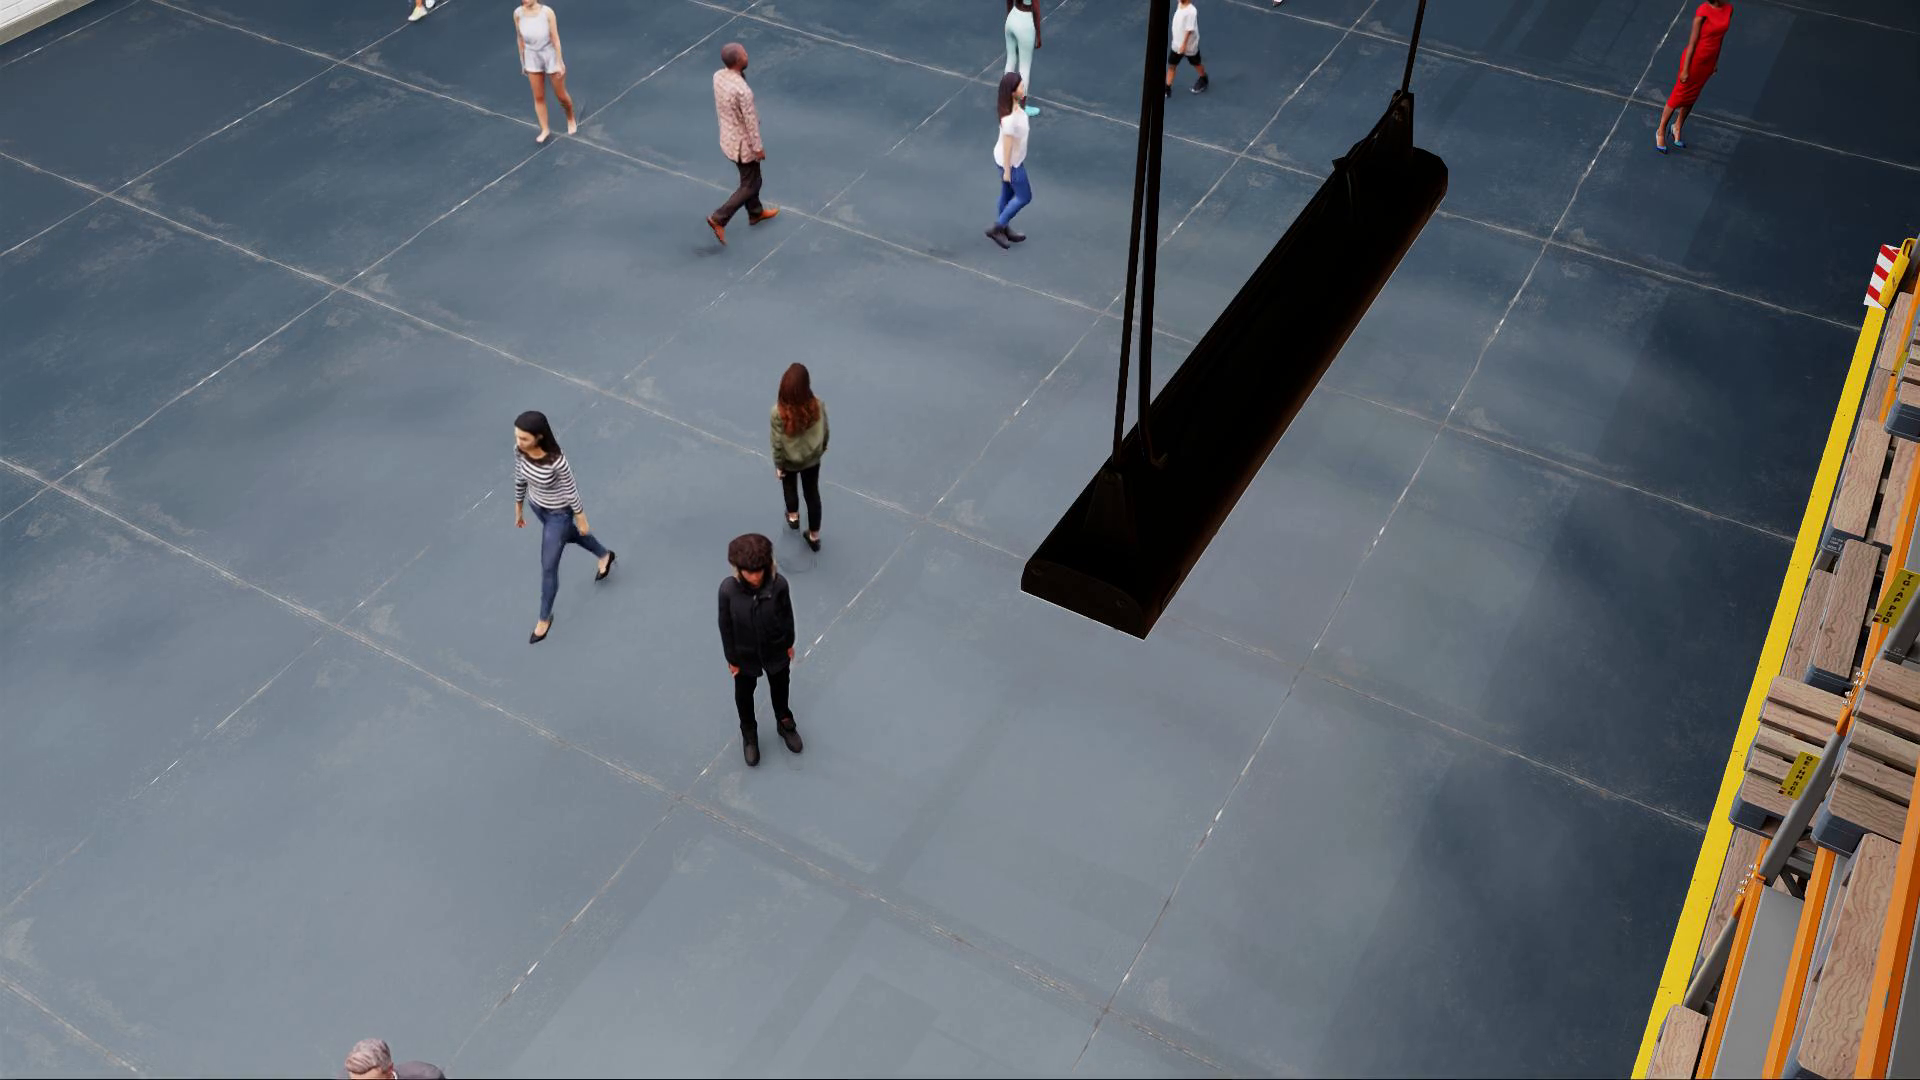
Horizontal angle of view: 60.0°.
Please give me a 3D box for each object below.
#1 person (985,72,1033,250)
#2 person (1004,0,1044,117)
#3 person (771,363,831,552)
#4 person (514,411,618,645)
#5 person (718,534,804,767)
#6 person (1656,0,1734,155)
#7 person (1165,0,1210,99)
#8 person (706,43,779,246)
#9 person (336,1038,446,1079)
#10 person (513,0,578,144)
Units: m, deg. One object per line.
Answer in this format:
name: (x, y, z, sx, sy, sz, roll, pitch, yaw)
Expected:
person: (0.352, -3.269, 14.441, 0.798, 1.676, 0.729, -4, 44, -4)
person: (0.597, -4.978, 16.200, 0.618, 1.724, 0.630, -32, 52, -29)
person: (-1.118, -0.538, 11.740, 0.812, 1.447, 0.868, -18, 47, -18)
person: (-2.661, -0.202, 11.172, 0.653, 1.744, 1.128, 24, 49, 23)
person: (-1.245, 0.646, 10.257, 0.730, 1.778, 0.798, -13, 45, -14)
person: (6.952, -4.495, 15.679, 0.617, 1.744, 0.712, -17, 46, -17)
person: (2.305, -5.015, 16.590, 0.953, 1.239, 0.754, -23, 48, -22)
person: (-1.981, -3.449, 14.549, 1.137, 1.786, 0.968, -25, 49, -24)
person: (-2.593, 2.889, 7.857, 0.811, 1.841, 0.835, -6, 44, -6)
person: (-3.979, -4.619, 15.900, 0.696, 1.618, 0.749, 4, 44, 4)
